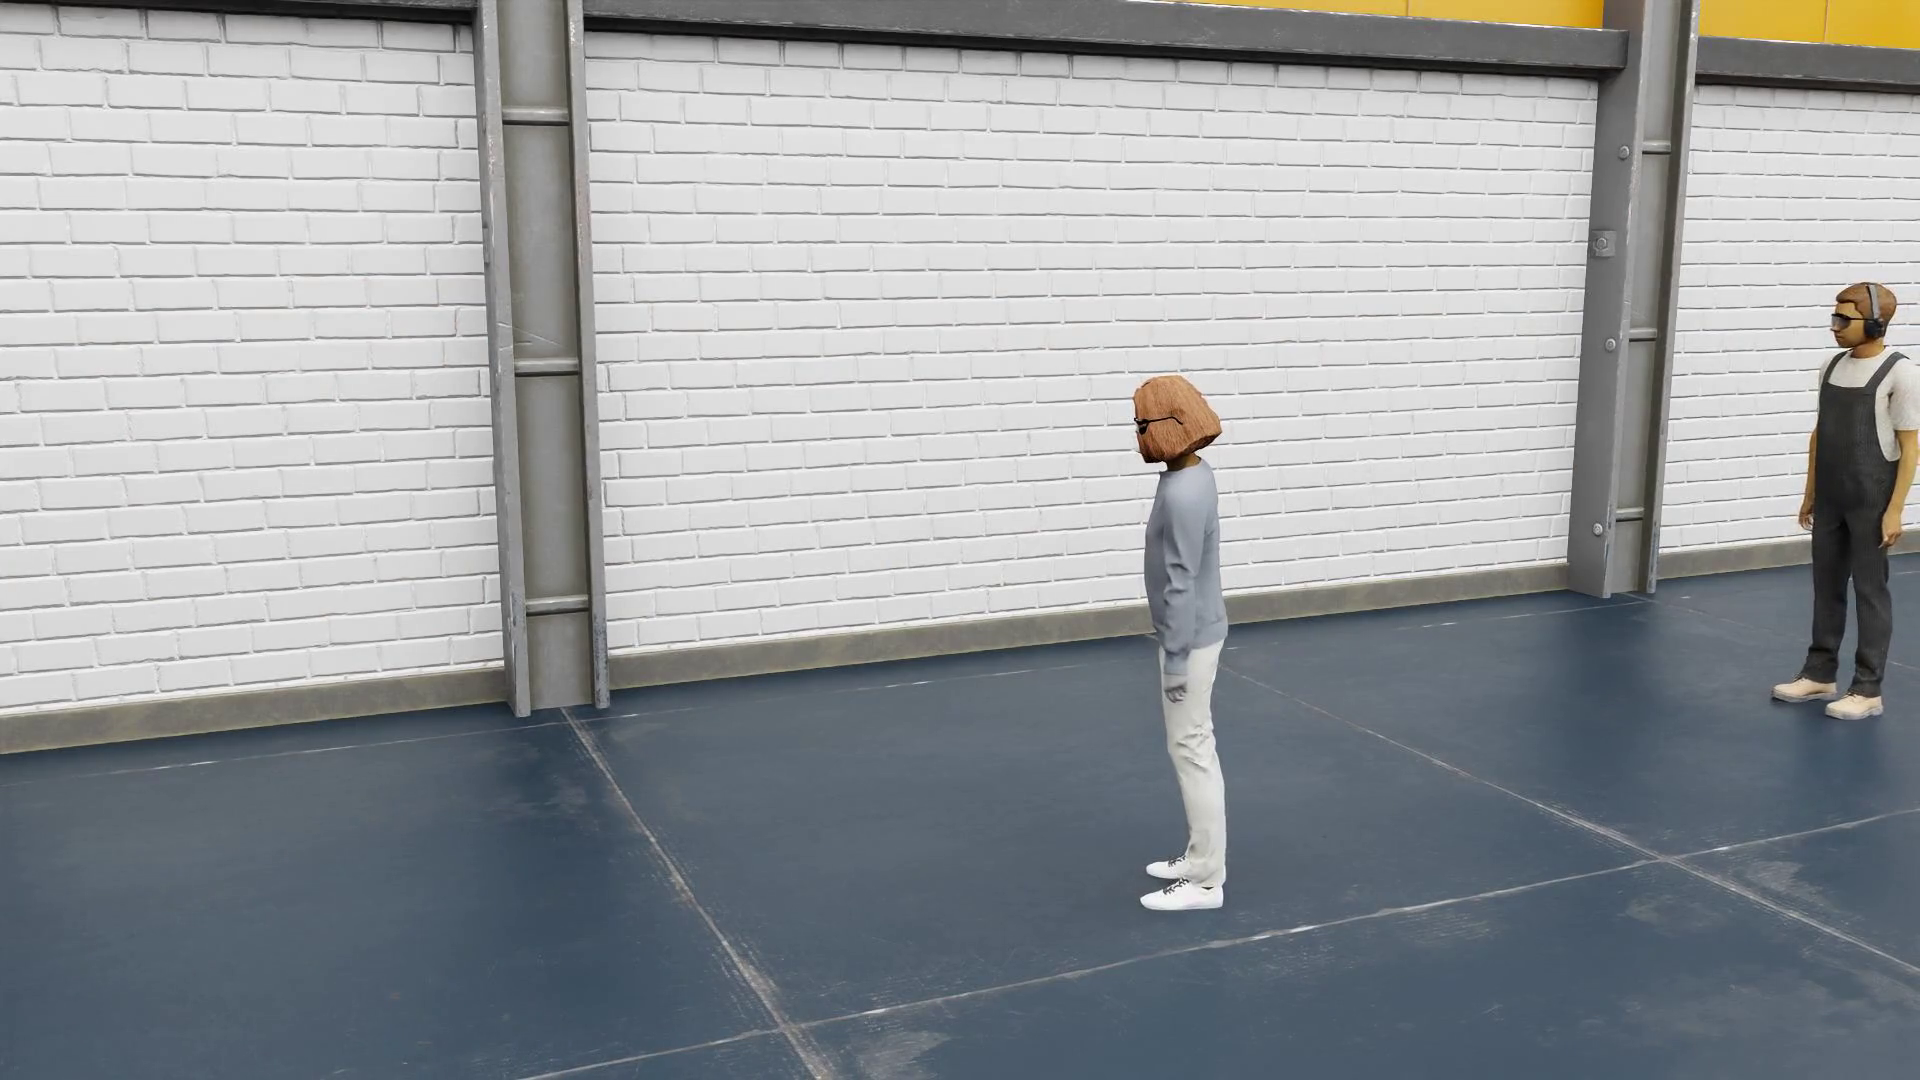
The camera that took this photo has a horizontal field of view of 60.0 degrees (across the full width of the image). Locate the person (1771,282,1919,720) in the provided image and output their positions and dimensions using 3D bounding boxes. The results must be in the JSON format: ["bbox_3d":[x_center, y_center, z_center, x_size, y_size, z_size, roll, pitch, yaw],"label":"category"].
[{"bbox_3d":[3.785,-0.164,7.047,0.332,1.842,0.508,-3,11,-16],"label":"person"}]

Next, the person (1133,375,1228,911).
[{"bbox_3d":[0.667,0.315,5.035,0.308,1.624,0.495,2,10,11],"label":"person"}]
